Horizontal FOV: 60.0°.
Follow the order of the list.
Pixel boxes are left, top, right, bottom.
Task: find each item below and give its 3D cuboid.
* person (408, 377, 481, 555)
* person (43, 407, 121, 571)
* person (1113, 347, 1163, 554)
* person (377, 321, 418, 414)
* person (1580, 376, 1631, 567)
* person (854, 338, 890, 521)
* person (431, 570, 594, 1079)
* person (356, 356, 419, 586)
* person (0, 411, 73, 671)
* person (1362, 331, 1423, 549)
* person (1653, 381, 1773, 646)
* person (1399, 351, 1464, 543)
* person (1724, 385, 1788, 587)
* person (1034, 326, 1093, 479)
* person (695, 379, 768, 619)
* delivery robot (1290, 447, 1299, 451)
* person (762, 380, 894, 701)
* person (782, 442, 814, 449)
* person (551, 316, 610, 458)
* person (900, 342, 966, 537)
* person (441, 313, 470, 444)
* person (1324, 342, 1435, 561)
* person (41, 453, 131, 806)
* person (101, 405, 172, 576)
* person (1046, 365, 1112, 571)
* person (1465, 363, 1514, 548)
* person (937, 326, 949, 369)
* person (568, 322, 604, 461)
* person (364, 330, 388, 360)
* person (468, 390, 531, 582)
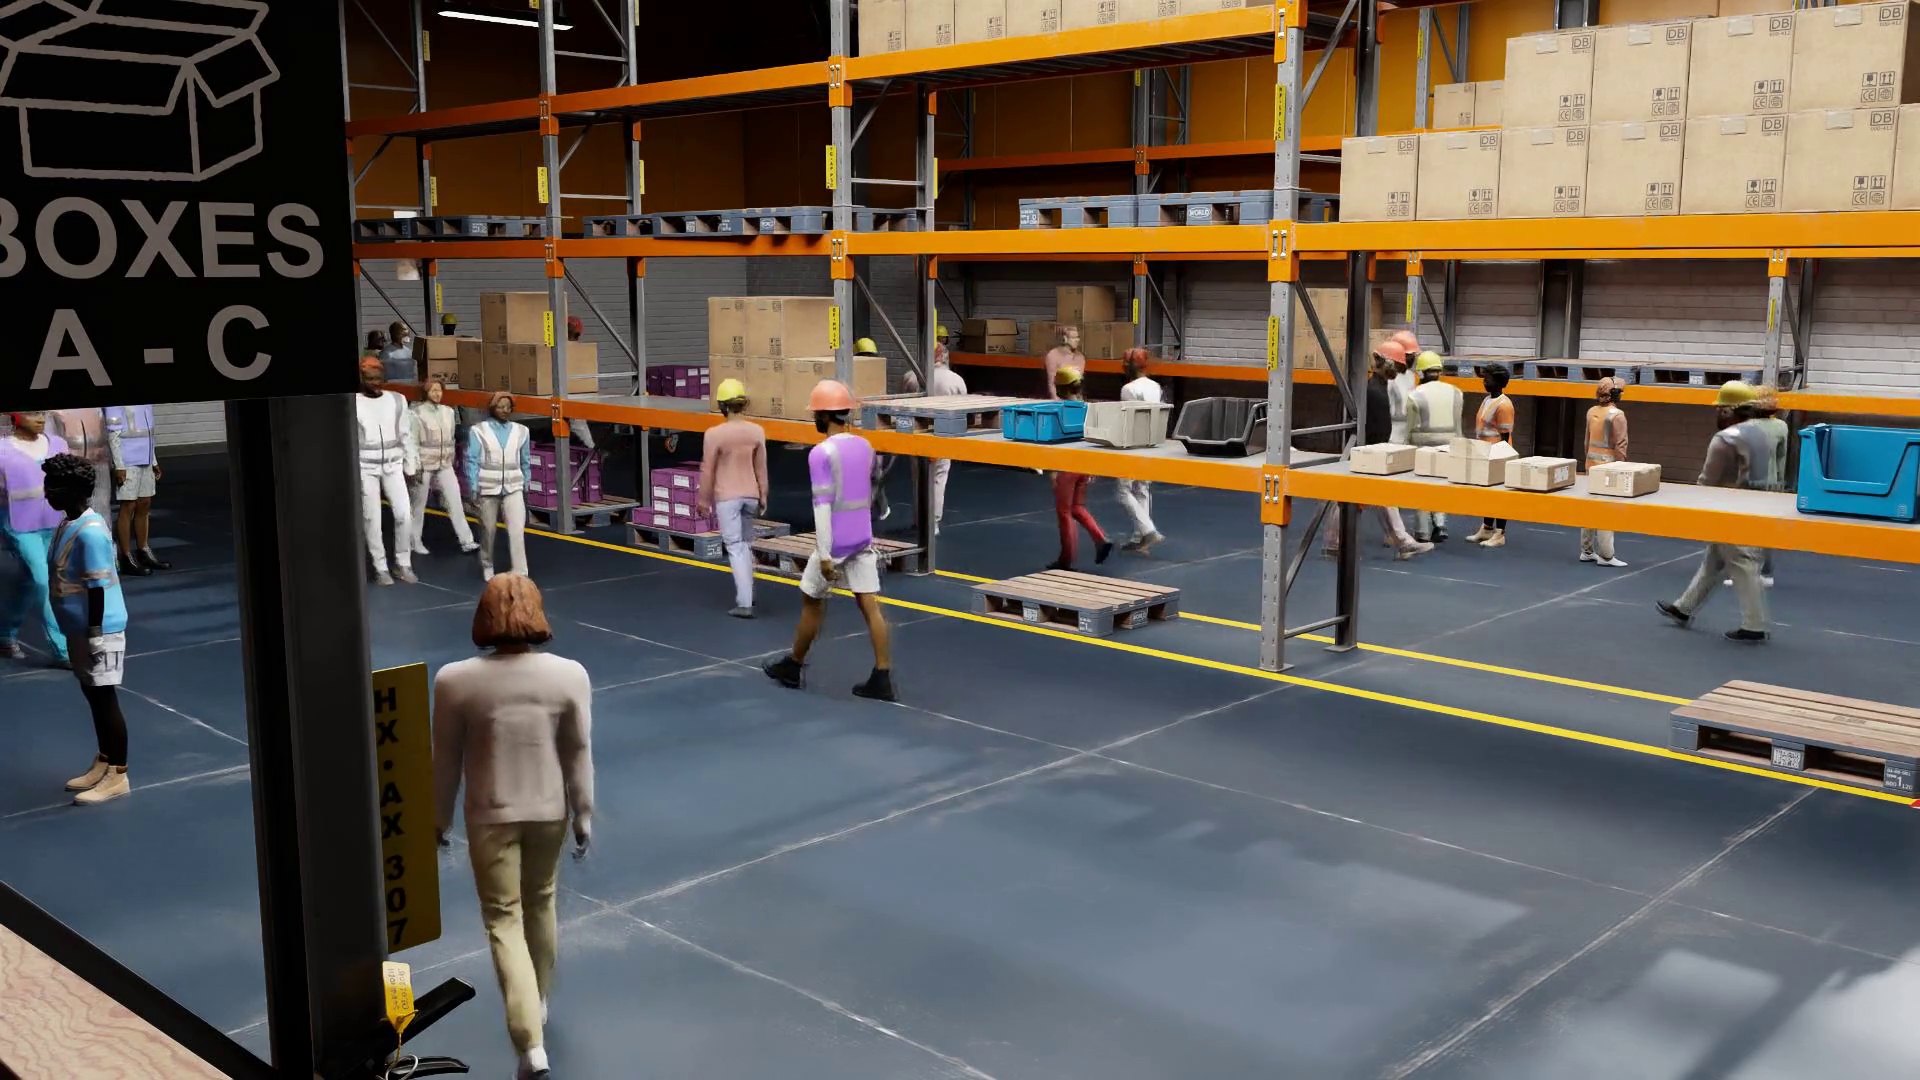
[{"bbox_3d":[-4.639,-0.638,14.783,0.832,1.595,0.547,7,11,35],"label":"person"},{"bbox_3d":[-7.534,-0.642,14.218,0.640,1.797,0.935,-8,12,-40],"label":"person"},{"bbox_3d":[1.605,-0.787,14.873,0.436,1.869,0.608,8,12,40],"label":"person"},{"bbox_3d":[-6.671,-1.634,19.843,0.356,1.938,0.638,2,10,13],"label":"person"},{"bbox_3d":[5.568,-0.591,14.358,0.309,1.641,0.512,-2,10,-13],"label":"person"},{"bbox_3d":[-0.965,-1.064,16.567,0.596,1.872,0.937,5,11,29],"label":"person"},{"bbox_3d":[-1.412,0.902,5.347,0.498,1.596,0.801,-5,10,-28],"label":"person"},{"bbox_3d":[-4.662,-0.542,13.368,0.594,1.863,0.519,-6,11,-34],"label":"person"},{"bbox_3d":[-5.991,-0.070,10.706,0.983,1.800,0.584,3,10,19],"label":"person"},{"bbox_3d":[3.882,-0.917,15.267,0.758,2.014,0.614,7,12,37],"label":"person"},{"bbox_3d":[5.244,-0.203,11.513,0.610,1.783,0.916,-7,12,-38],"label":"person"},{"bbox_3d":[4.274,-0.816,15.207,0.604,1.813,0.430,-3,10,-16],"label":"person"},{"bbox_3d":[6.391,-0.424,13.359,0.507,1.632,0.268,-3,10,-17],"label":"person"},{"bbox_3d":[1.266,-1.708,20.499,0.631,1.877,0.893,-6,11,-34],"label":"person"},{"bbox_3d":[-1.685,-0.305,12.248,0.523,1.750,0.588,-9,13,-43],"label":"person"},{"bbox_3d":[3.791,-0.926,19.446,0.477,0.478,0.707,-6,11,-31],"label":"delivery robot"},{"bbox_3d":[-0.768,-0.006,9.979,0.973,1.889,0.552,8,12,40],"label":"person"},{"bbox_3d":[-2.337,-2.269,23.629,0.476,1.980,0.642,1,9,6],"label":"person"},{"bbox_3d":[-5.106,-2.022,22.223,0.966,1.921,0.703,1,9,6],"label":"person"},{"bbox_3d":[-0.255,-0.992,16.124,0.676,1.857,0.938,0,9,2],"label":"person"},{"bbox_3d":[-7.300,-2.289,23.896,0.592,1.926,0.366,-9,13,-44],"label":"person"},{"bbox_3d":[3.672,-0.747,14.454,1.002,1.922,0.666,3,10,17],"label":"person"},{"bbox_3d":[-4.195,0.420,8.010,0.321,1.694,0.534,-7,12,-37],"label":"person"},{"bbox_3d":[-6.912,-0.674,13.957,0.355,1.939,0.544,1,9,6],"label":"person"},{"bbox_3d":[0.973,-0.595,14.036,0.484,1.757,0.527,7,12,37],"label":"person"},{"bbox_3d":[4.908,-0.777,15.333,0.318,1.697,0.535,-1,9,-5],"label":"person"},{"bbox_3d":[-0.288,-2.216,24.011,0.295,1.744,0.484,5,11,30],"label":"person"},{"bbox_3d":[-4.864,-1.840,21.226,0.528,1.909,0.641,-5,10,-28],"label":"person"},{"bbox_3d":[-7.159,-1.663,20.401,0.731,1.812,0.444,5,10,28],"label":"person"},{"bbox_3d":[-3.689,-0.403,13.317,0.515,1.602,0.834,-5,10,-27],"label":"person"}]
